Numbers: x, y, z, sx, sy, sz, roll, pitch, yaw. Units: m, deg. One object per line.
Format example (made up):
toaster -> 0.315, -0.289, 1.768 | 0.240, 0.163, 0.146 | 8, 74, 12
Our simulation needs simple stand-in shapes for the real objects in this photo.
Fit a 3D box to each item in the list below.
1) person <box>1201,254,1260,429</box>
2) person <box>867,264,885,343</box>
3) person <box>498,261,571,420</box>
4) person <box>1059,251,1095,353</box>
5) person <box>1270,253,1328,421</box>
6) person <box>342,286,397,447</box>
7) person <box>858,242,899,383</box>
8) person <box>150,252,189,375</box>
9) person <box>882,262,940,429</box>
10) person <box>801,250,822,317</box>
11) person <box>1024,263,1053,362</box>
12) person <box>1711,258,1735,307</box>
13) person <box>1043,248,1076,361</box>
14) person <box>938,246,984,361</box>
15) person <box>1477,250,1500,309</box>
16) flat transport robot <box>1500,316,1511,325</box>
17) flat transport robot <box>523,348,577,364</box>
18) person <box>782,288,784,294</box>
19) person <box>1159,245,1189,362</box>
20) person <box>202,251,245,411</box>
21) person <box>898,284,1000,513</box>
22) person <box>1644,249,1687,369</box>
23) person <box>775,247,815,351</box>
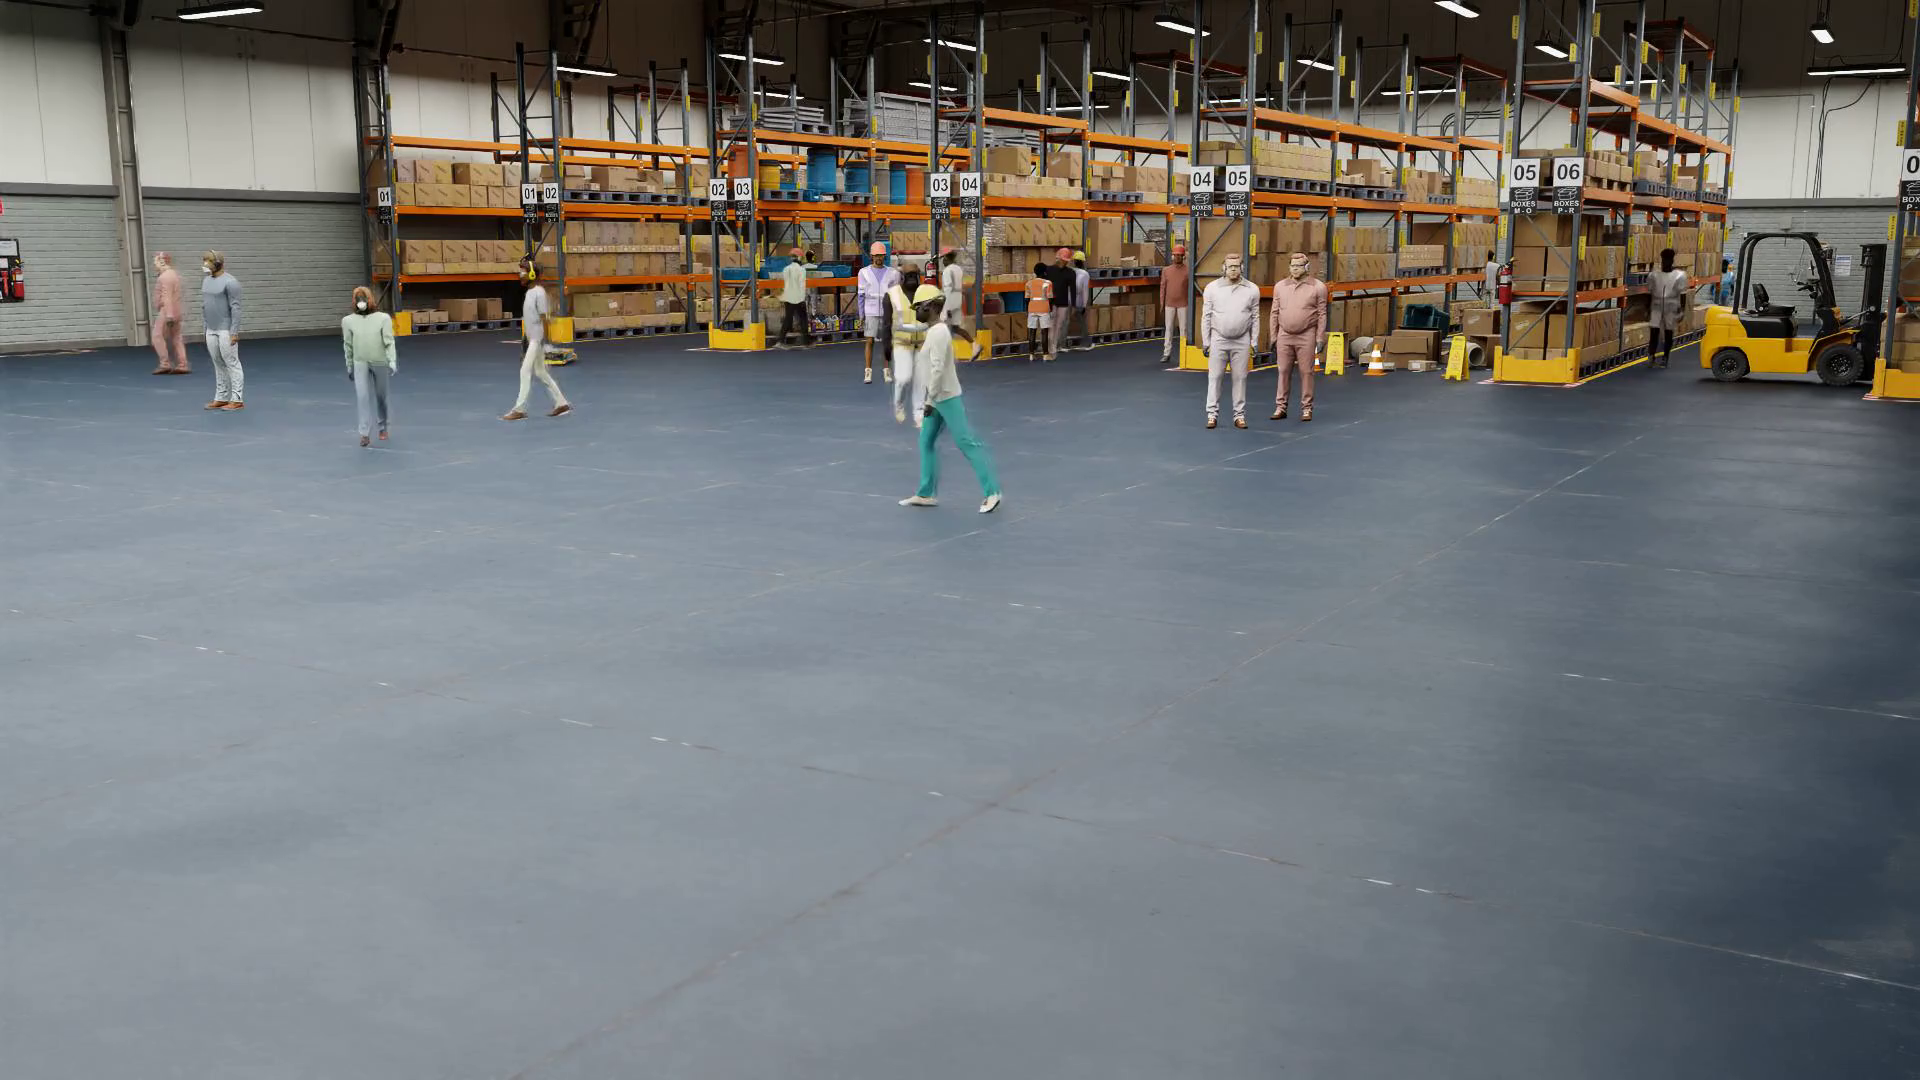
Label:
person -> 2.960, -2.167, 18.201 | 0.638, 1.909, 0.408 | 0, 10, 2
person -> -1.662, -4.997, 33.991 | 0.586, 1.930, 0.359 | 7, 12, 34
person -> -4.927, -2.309, 19.227 | 0.887, 1.832, 0.551 | -6, 12, -29
person -> 2.143, -4.410, 30.872 | 0.606, 1.872, 1.009 | 6, 12, 31
person -> 3.848, -2.312, 19.015 | 0.655, 1.906, 0.407 | 5, 11, 26
person -> -5.973, -1.771, 16.861 | 0.509, 1.596, 0.837 | -3, 10, -14
person -> -1.173, -3.282, 24.066 | 0.606, 2.044, 0.373 | -1, 10, -8
person -> -12.279, -3.479, 25.609 | 0.664, 1.883, 0.668 | -2, 10, -14
person -> -0.520, -2.117, 18.172 | 0.631, 1.827, 0.436 | -3, 10, -15
person -> -3.234, -5.350, 36.137 | 0.524, 1.871, 0.325 | 5, 11, 26
person -> 1.362, -3.897, 28.494 | 0.531, 1.692, 0.322 | 6, 12, 28
person -> 17.874, -5.784, 39.112 | 0.544, 1.668, 0.657 | 0, 10, 2
person -> 1.686, -4.060, 28.730 | 0.684, 1.928, 0.963 | -2, 10, -13
person -> -0.050, -4.023, 28.403 | 0.865, 1.992, 0.611 | 6, 12, 29
person -> 12.475, -5.904, 39.275 | 0.515, 1.860, 0.325 | 2, 10, 14
flat transport robot -> 13.387, -5.387, 40.817 | 0.652, 0.197, 1.431 | 6, 12, 29
flat transport robot -> -6.898, -3.099, 27.999 | 0.652, 0.197, 1.431 | -1, 10, -3
person -> -4.475, -6.723, 43.632 | 0.542, 1.939, 0.362 | 6, 12, 32
person -> 3.692, -4.012, 28.293 | 0.611, 1.995, 0.375 | 3, 11, 19
person -> -8.948, -2.528, 20.154 | 0.627, 1.934, 0.370 | 6, 12, 31
person -> -0.056, -1.074, 12.613 | 0.758, 1.720, 0.569 | -1, 10, -7
person -> 11.272, -3.680, 26.630 | 0.634, 1.915, 0.976 | 6, 12, 30
person -> -3.155, -4.548, 31.444 | 0.617, 1.952, 0.907 | 7, 13, 36
